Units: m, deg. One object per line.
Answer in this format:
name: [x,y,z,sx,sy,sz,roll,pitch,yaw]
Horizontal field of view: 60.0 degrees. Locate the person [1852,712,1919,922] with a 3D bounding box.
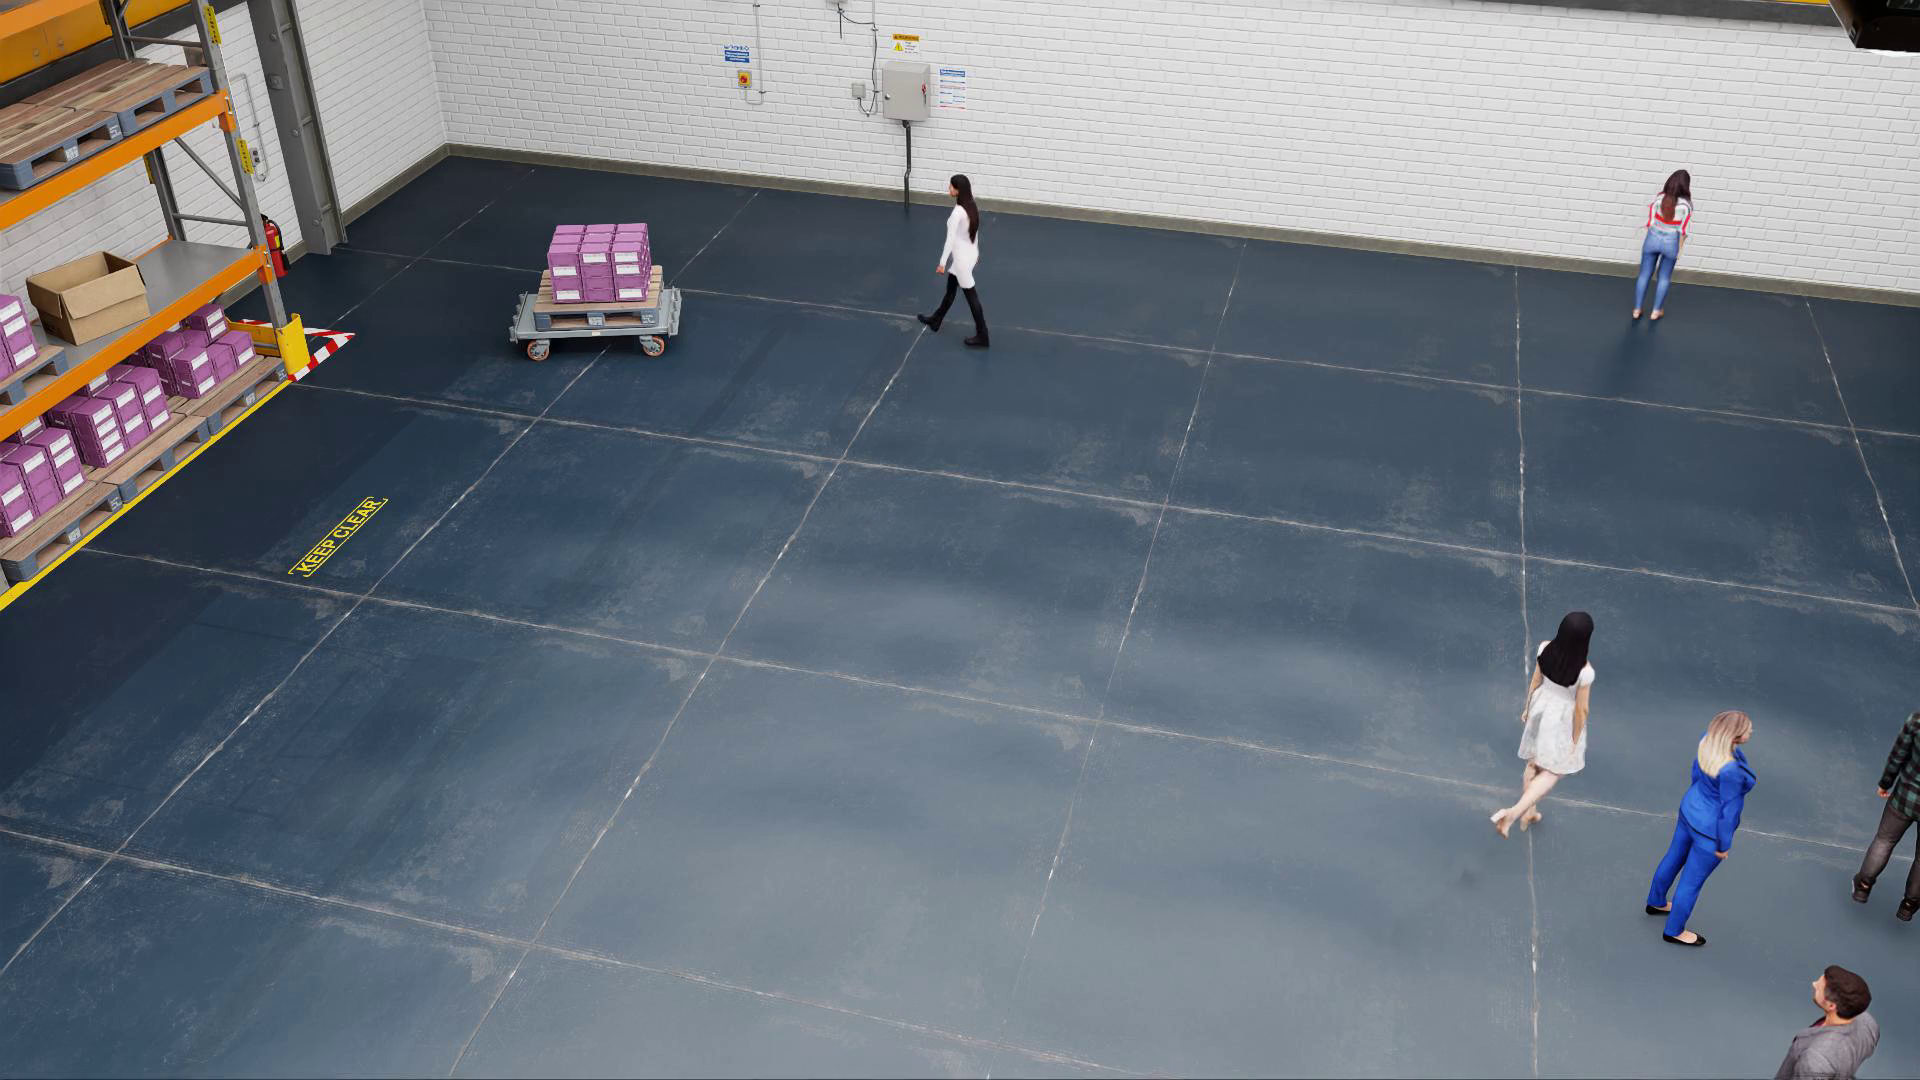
person: [5.747,1.522,9.877,0.735,1.709,0.672,24,40,31]

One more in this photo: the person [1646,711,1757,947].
person: [4.410,1.689,9.883,0.740,1.701,0.586,-1,34,-2]

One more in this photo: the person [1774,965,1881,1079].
person: [4.096,2.796,8.067,0.736,1.867,0.829,-24,40,-31]

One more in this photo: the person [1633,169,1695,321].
person: [7.178,-3.026,17.059,0.662,1.609,0.641,19,38,26]

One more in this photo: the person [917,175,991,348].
person: [0.129,-2.719,16.452,0.752,1.770,1.019,12,35,17]

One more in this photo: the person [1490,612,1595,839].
person: [3.688,1.229,10.524,1.026,1.758,0.925,-24,40,-31]
